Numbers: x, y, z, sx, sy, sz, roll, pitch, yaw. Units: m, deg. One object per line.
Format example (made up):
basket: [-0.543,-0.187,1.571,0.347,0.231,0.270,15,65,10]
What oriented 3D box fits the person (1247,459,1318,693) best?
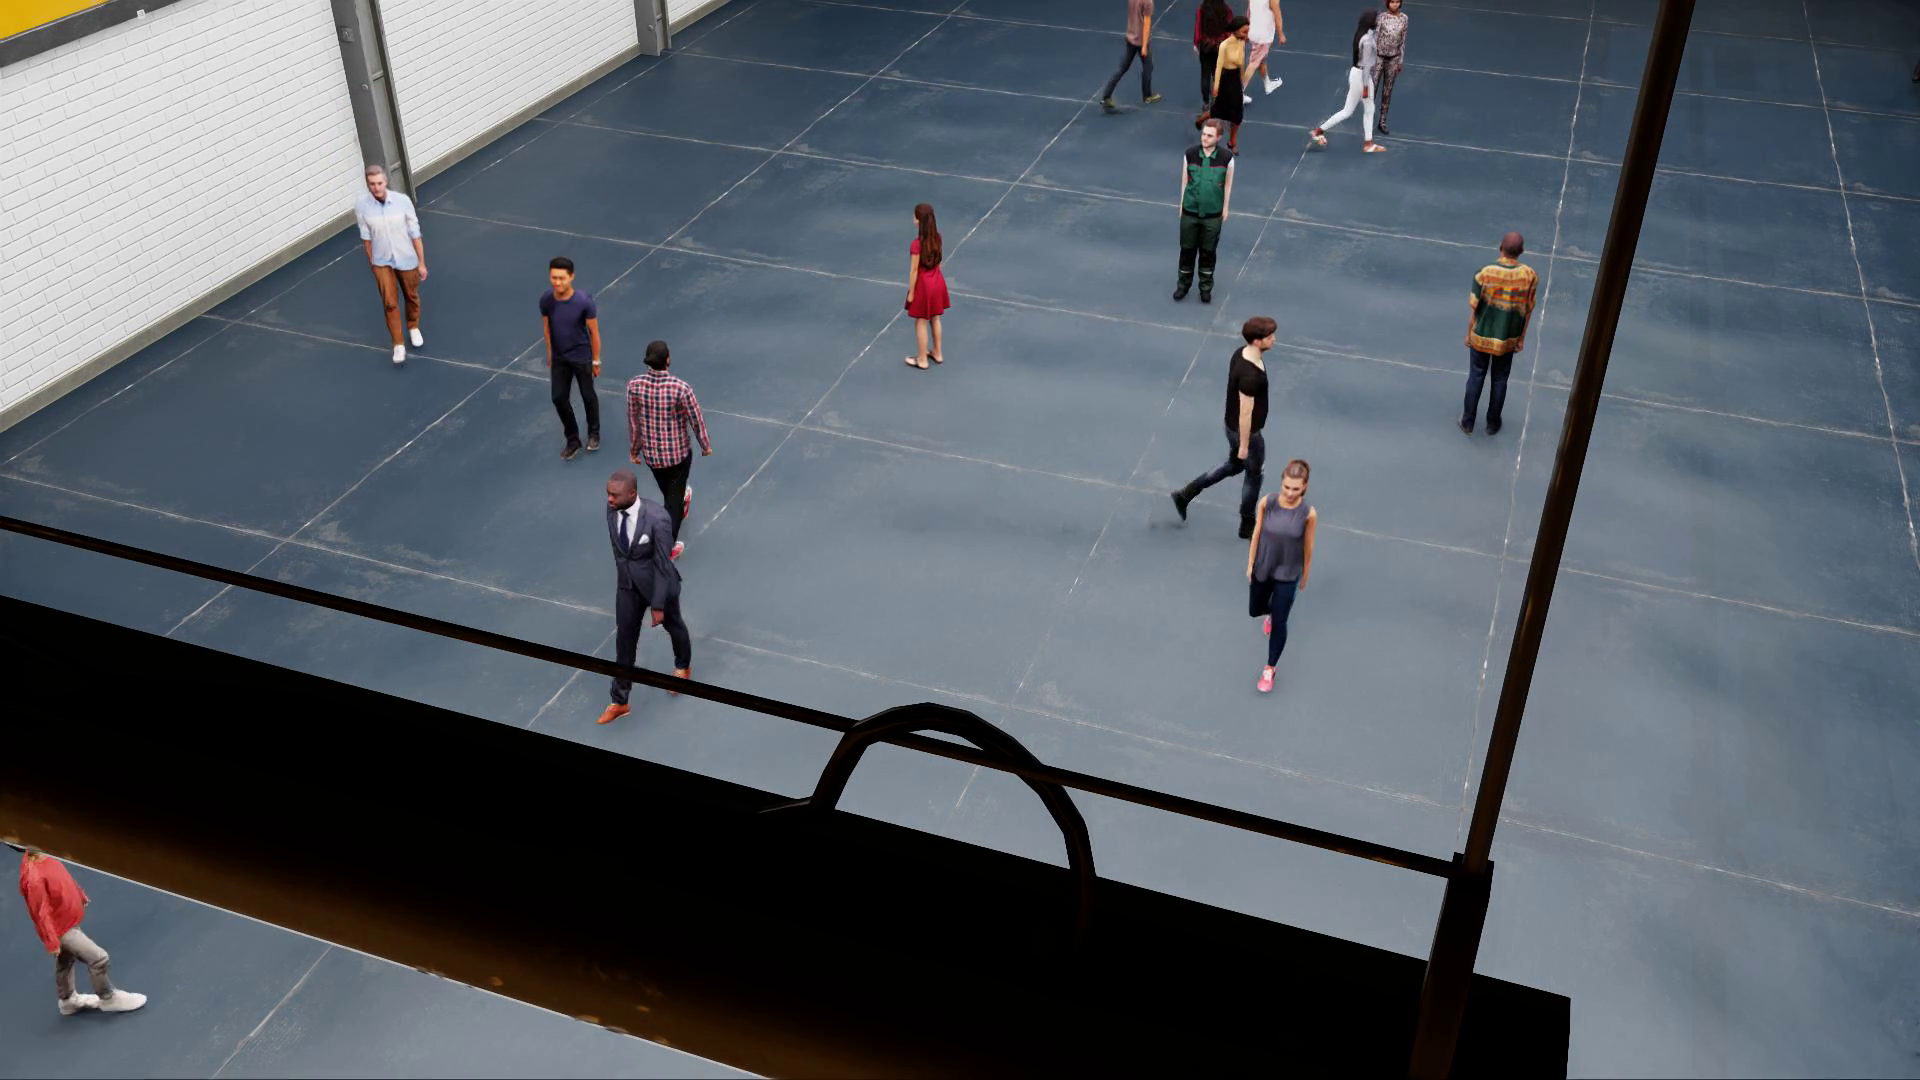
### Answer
person: [2.154,0.181,11.173,0.626,1.705,0.936,15,36,21]

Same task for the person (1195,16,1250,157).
person: [3.094,-5.356,19.578,1.012,1.621,1.004,-23,40,-30]

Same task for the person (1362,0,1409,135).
person: [5.152,-5.791,20.151,0.653,1.713,0.669,0,34,0]

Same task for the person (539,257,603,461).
person: [-3.154,-1.553,13.718,0.746,1.775,0.784,4,34,7]

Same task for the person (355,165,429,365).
person: [-5.193,-2.610,15.286,0.978,1.799,1.060,-11,35,-16]

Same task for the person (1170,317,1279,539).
person: [2.059,-0.840,12.555,0.973,1.875,1.117,1,34,1]

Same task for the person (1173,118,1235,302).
person: [2.364,-3.216,16.161,0.654,1.841,0.603,8,34,11]

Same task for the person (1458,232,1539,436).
person: [4.491,-1.726,13.950,0.727,1.806,0.693,7,34,10]

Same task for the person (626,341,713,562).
person: [-2.206,-0.631,12.372,0.810,1.730,1.113,7,34,10]

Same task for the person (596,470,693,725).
person: [-2.005,0.275,10.958,0.749,1.786,1.120,13,36,18]

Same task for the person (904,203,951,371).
person: [-0.301,-2.300,15.045,0.701,1.551,0.638,26,41,33]

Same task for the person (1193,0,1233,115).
person: [3.144,-6.088,20.665,0.716,1.638,0.759,-2,34,-3]

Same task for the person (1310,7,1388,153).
person: [4.606,-5.361,19.527,0.813,1.686,1.129,6,34,9]

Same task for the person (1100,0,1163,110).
person: [2.134,-6.210,20.764,1.246,1.730,1.110,-22,40,-30]

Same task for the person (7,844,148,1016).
person: [-4.795,2.003,8.704,0.784,1.403,0.728,-13,36,-18]

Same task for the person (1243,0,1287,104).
person: [3.728,-6.348,20.964,1.199,1.740,1.086,-18,38,-25]
